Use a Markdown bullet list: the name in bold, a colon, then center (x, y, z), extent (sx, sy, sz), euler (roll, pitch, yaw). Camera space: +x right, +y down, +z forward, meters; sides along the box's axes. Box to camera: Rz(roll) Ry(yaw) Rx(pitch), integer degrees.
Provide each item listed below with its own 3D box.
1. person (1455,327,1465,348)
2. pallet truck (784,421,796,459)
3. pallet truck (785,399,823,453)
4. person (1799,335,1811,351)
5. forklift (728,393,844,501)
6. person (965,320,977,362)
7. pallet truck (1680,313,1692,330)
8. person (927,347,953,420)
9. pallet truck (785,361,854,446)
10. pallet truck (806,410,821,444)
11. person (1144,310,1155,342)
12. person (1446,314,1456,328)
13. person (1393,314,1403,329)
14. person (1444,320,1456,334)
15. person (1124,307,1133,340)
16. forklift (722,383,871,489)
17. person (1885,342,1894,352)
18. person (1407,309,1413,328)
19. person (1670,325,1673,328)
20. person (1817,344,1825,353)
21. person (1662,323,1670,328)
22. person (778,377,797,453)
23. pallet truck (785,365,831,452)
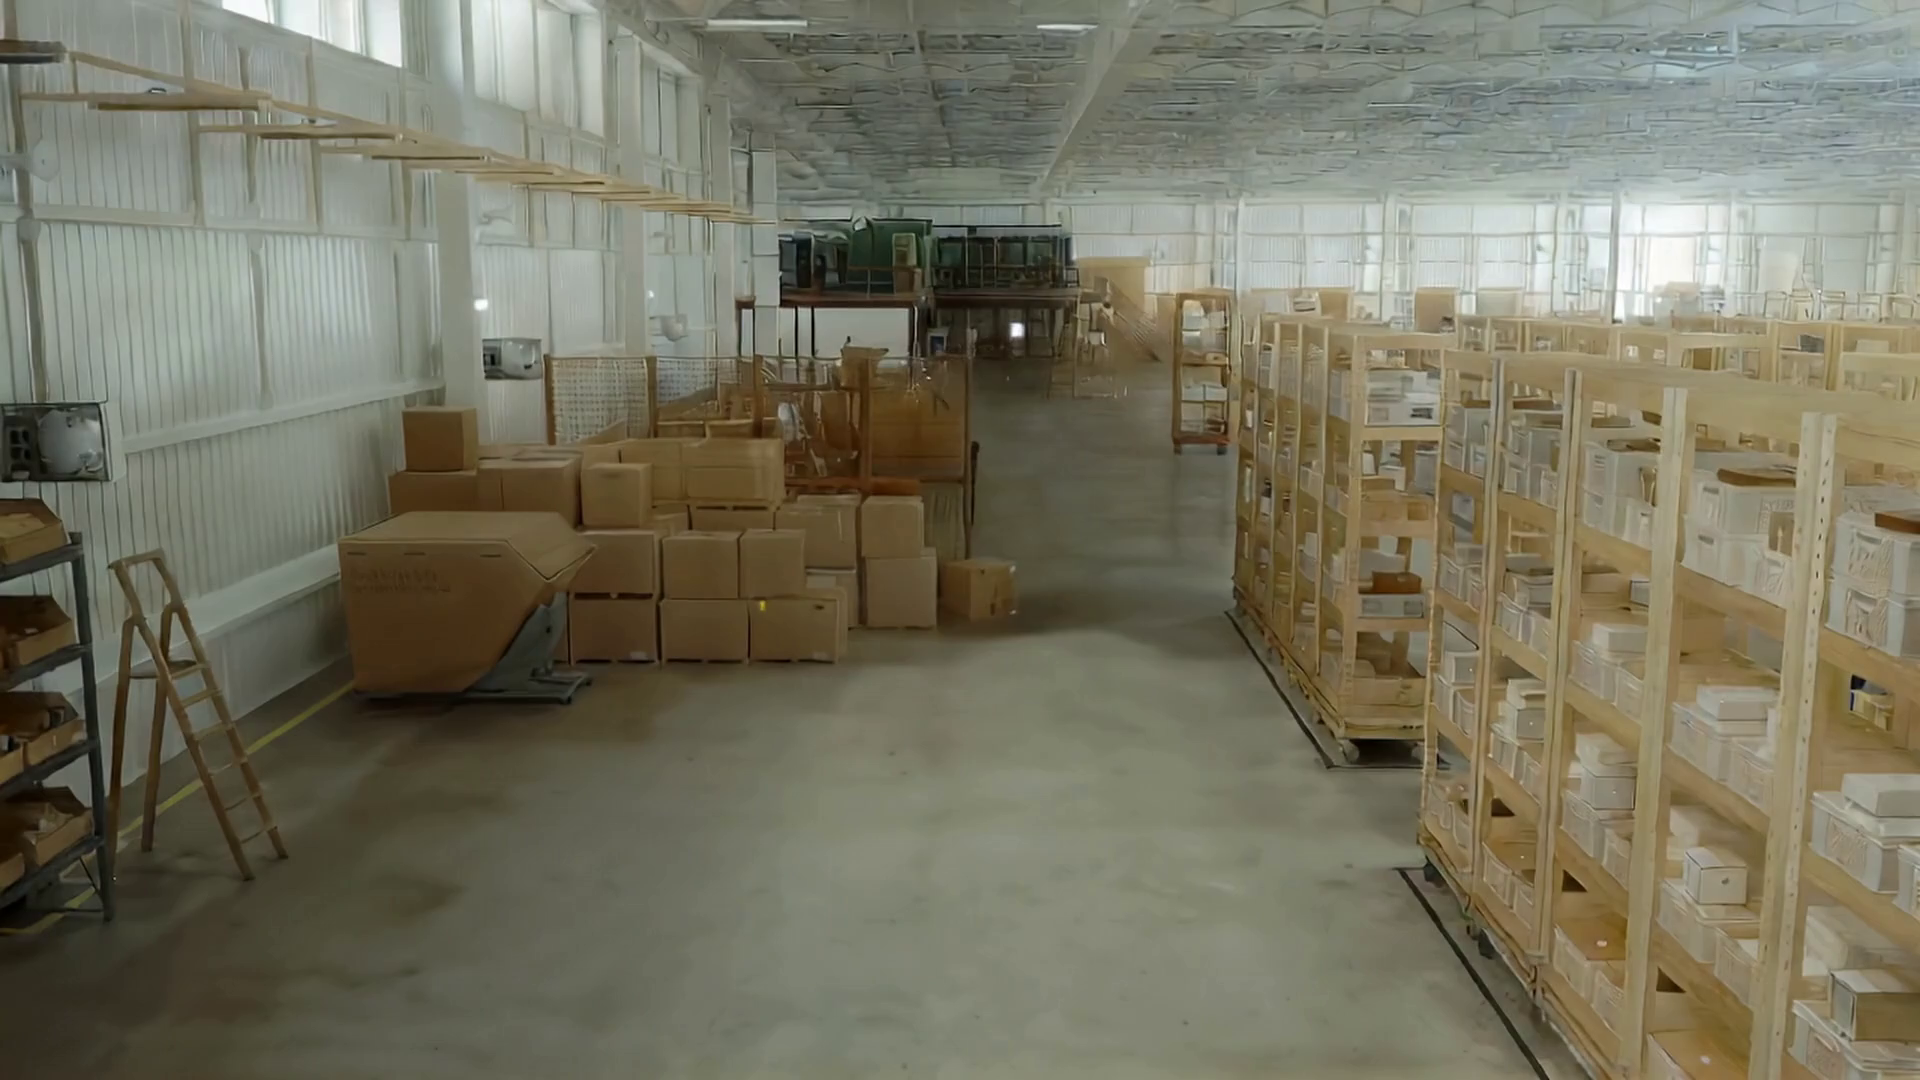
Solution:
- **person**: center (20.015, -7.651, 66.704), extent (0.451, 1.920, 0.575), euler (-3, 10, -15)
- **pallet truck**: center (-4.013, -1.793, 32.705), extent (1.601, 1.201, 0.680), euler (0, 9, 1)
- **pallet truck**: center (-3.814, -2.432, 36.419), extent (1.630, 1.274, 0.653), euler (0, 9, 1)
- **person**: center (29.866, -6.400, 58.968), extent (1.047, 1.951, 0.626), euler (6, 11, 34)
- **forklift**: center (-2.979, -1.316, 26.476), extent (2.680, 1.987, 1.157), euler (0, 9, 1)
- **person**: center (0.494, -8.947, 74.823), extent (0.572, 1.883, 0.355), euler (-7, 11, -36)
- **pallet truck**: center (36.315, -10.531, 84.244), extent (0.823, 1.965, 1.885), euler (-6, 11, -33)
- **person**: center (-0.566, -4.292, 45.671), extent (0.602, 2.026, 0.614), euler (-3, 10, -16)
- **pallet truck**: center (-3.410, -3.193, 38.978), extent (1.885, 1.965, 0.823), euler (0, 9, -1)
- **pallet truck**: center (-3.559, -2.018, 33.905), extent (1.522, 1.261, 0.704), euler (0, 9, -1)
- **person**: center (10.913, -12.293, 95.628), extent (0.443, 1.826, 0.634), euler (-6, 11, -35)
- **person**: center (25.968, -11.021, 87.878), extent (0.912, 1.808, 0.636), euler (-4, 10, -25)
- **person**: center (21.861, -10.316, 83.102), extent (0.362, 1.935, 0.631), euler (-4, 10, -25)
- **person**: center (22.178, -9.003, 75.252), extent (0.531, 1.859, 1.069), euler (-2, 9, -13)
- **person**: center (9.937, -12.745, 98.066), extent (0.605, 1.941, 0.415), euler (-4, 10, -21)
- **forklift**: center (-2.893, -1.687, 28.729), extent (2.680, 1.987, 1.157), euler (0, 9, -1)
- **person**: center (32.808, -6.322, 58.375), extent (0.607, 1.966, 0.367), euler (6, 11, 32)
- **person**: center (25.598, -12.178, 94.653), extent (0.398, 1.918, 0.587), euler (6, 11, 31)
- **person**: center (29.747, -8.068, 69.476), extent (0.628, 1.854, 0.542), euler (-9, 13, -42)
- **person**: center (27.629, -5.430, 53.541), extent (0.553, 1.733, 0.784), euler (1, 9, 8)
- **person**: center (28.413, -7.767, 67.058), extent (1.056, 2.000, 0.687), euler (3, 10, 19)
- **person**: center (-3.620, -2.499, 34.972), extent (0.405, 1.911, 0.636), euler (-2, 9, -11)
- **pallet truck**: center (-3.774, -2.976, 37.635), extent (1.885, 1.965, 0.823), euler (1, 9, 5)
